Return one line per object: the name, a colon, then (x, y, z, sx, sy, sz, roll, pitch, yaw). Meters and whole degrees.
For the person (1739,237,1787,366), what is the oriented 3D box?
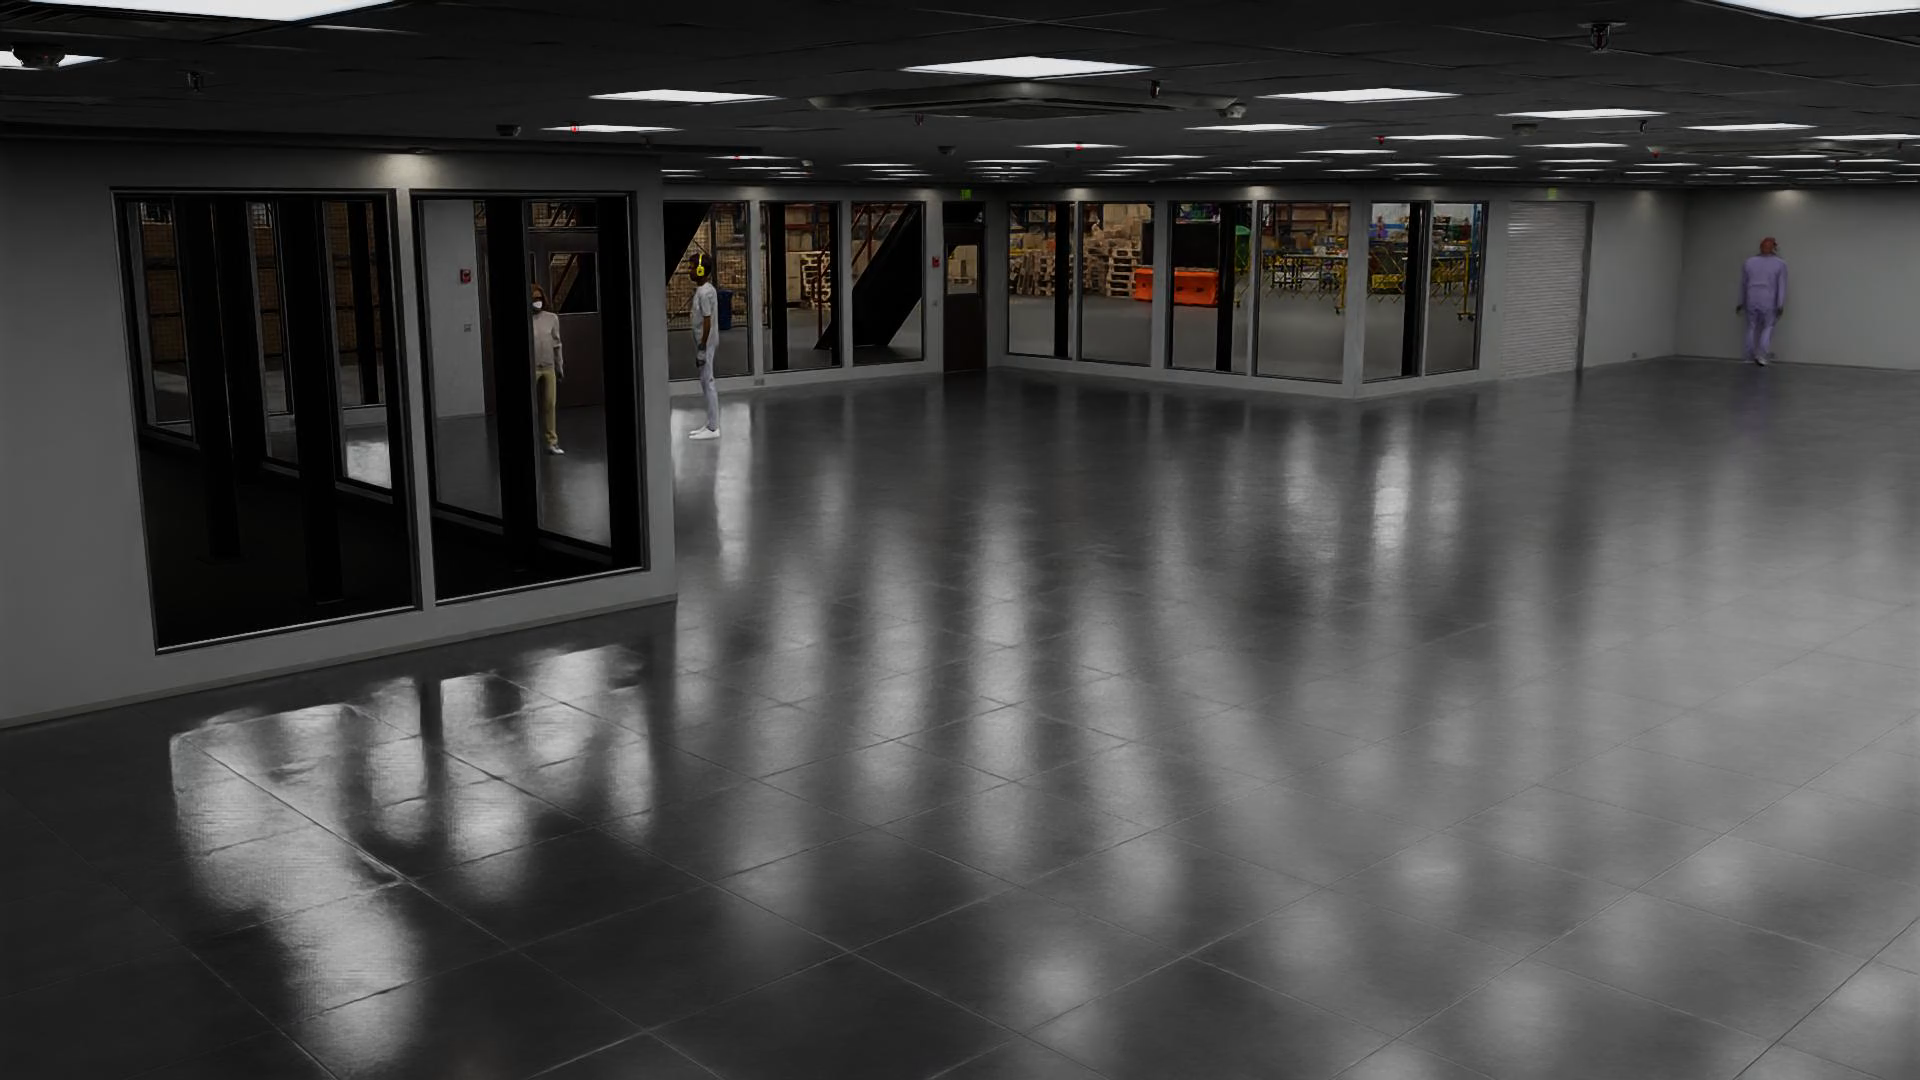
person: (11.943, -3.547, 24.754, 0.654, 1.905, 0.403, 10, 15, 42)

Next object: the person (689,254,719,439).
person: (-2.608, -1.957, 16.866, 0.328, 1.872, 0.512, -1, 11, -6)
